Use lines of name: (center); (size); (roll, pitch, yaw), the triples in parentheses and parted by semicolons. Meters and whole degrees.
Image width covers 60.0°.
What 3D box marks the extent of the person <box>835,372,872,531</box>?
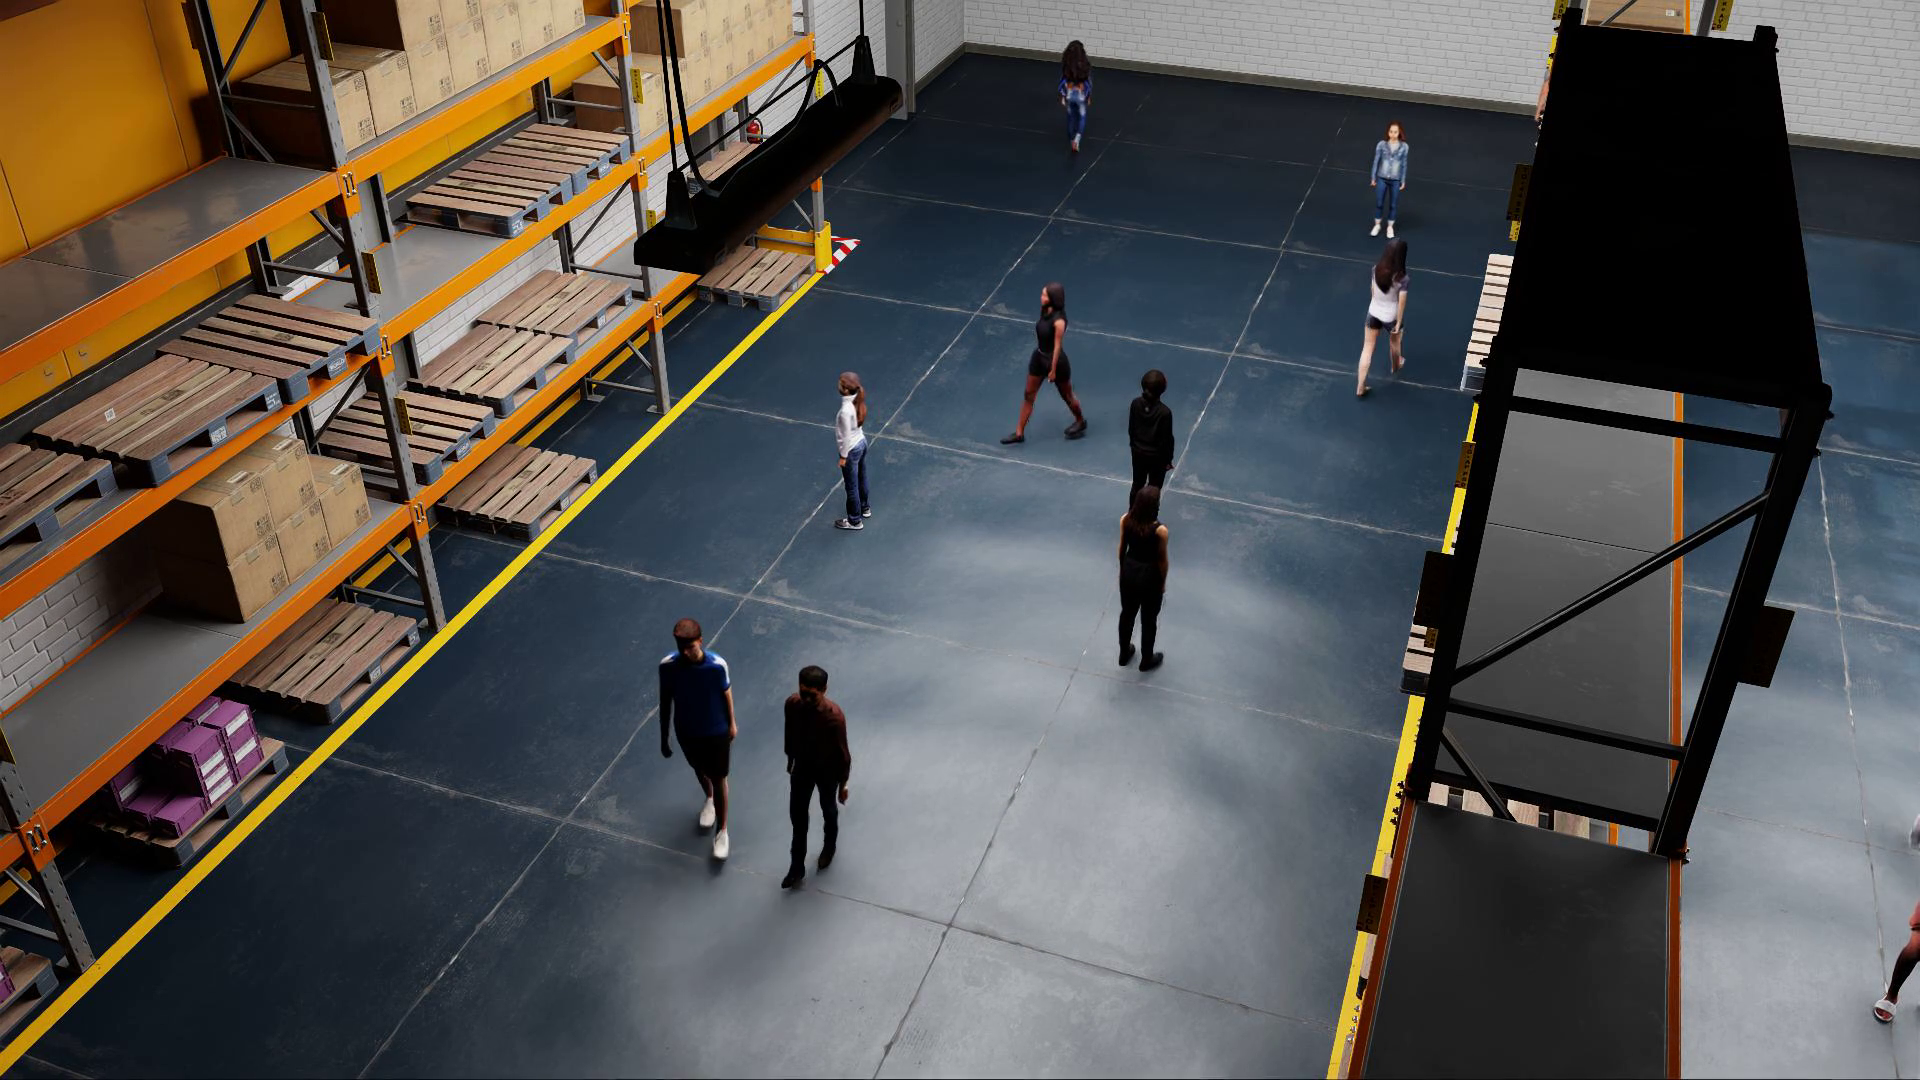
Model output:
person: (-0.967, -0.830, 15.121); (0.575, 1.559, 0.448); (11, 35, 16)

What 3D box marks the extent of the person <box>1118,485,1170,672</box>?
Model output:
person: (1.452, 0.301, 13.303); (0.632, 1.688, 0.623); (20, 39, 28)

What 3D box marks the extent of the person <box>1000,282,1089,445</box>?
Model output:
person: (0.975, -1.711, 16.329); (1.197, 1.689, 1.125); (-14, 36, -21)

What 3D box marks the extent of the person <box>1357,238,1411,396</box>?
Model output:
person: (4.339, -2.274, 17.204); (0.831, 1.658, 1.180); (23, 40, 31)

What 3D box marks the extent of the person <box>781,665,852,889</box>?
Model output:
person: (-0.944, 1.521, 11.399); (0.673, 1.764, 0.796); (12, 36, 18)

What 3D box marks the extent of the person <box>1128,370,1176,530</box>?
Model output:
person: (1.706, -0.777, 14.936); (0.658, 1.675, 0.628); (22, 40, 30)

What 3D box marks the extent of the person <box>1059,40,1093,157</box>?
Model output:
person: (1.596, -6.070, 22.957); (0.663, 1.612, 0.682); (8, 34, 11)

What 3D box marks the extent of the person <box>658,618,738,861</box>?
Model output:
person: (-1.805, 1.257, 11.719); (0.847, 1.850, 1.058); (1, 34, 2)

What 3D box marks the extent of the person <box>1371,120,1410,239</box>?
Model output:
person: (5.361, -4.515, 20.740); (0.581, 1.476, 0.522); (9, 35, 13)
